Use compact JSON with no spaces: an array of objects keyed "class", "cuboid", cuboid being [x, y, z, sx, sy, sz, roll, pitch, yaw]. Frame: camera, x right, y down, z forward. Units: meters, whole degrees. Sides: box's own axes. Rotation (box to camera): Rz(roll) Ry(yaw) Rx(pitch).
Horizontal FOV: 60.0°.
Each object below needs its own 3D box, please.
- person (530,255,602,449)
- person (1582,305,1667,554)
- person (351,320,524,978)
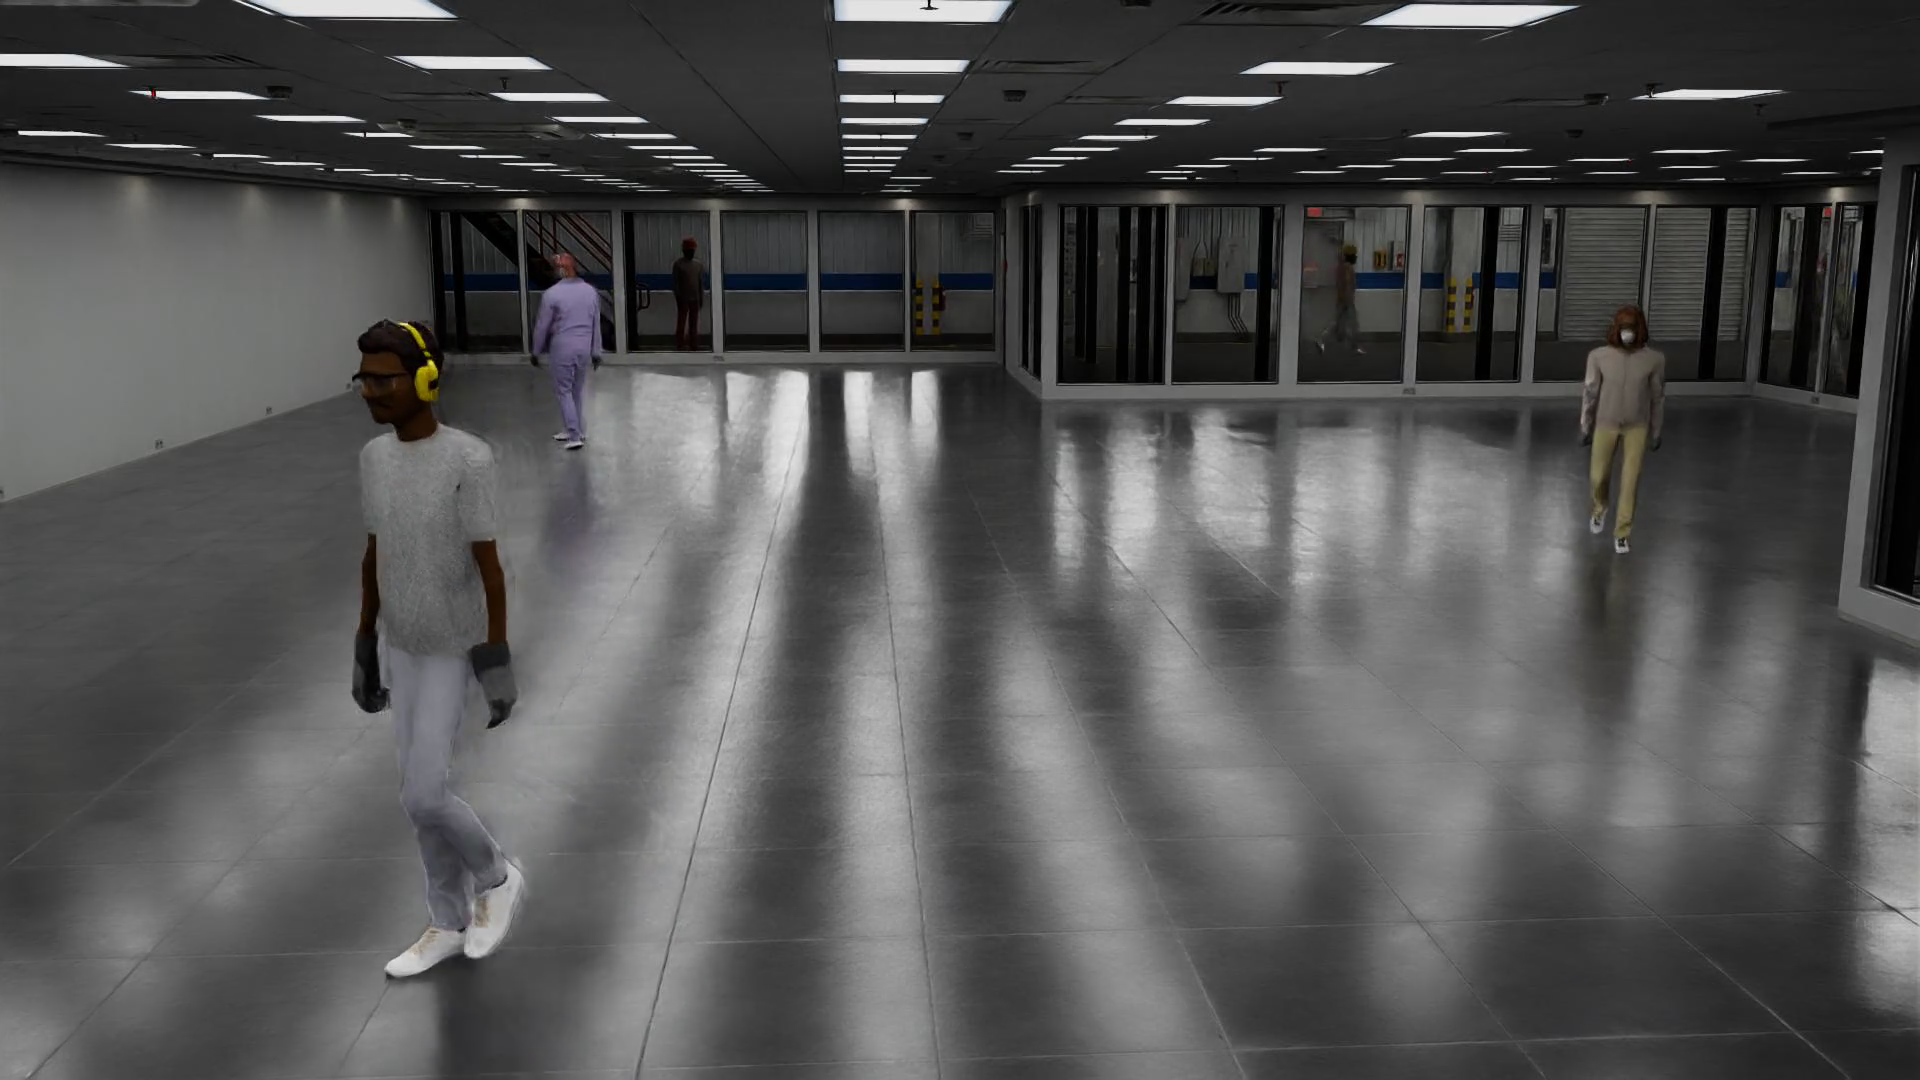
[{"class":"person","cuboid":[-3.850,-1.815,16.110,0.730,1.862,0.670,8,13,36]},{"class":"person","cuboid":[4.352,-0.734,10.926,0.504,1.622,0.456,4,11,20]},{"class":"person","cuboid":[-1.494,0.321,4.607,0.548,1.852,0.390,7,13,33]}]
